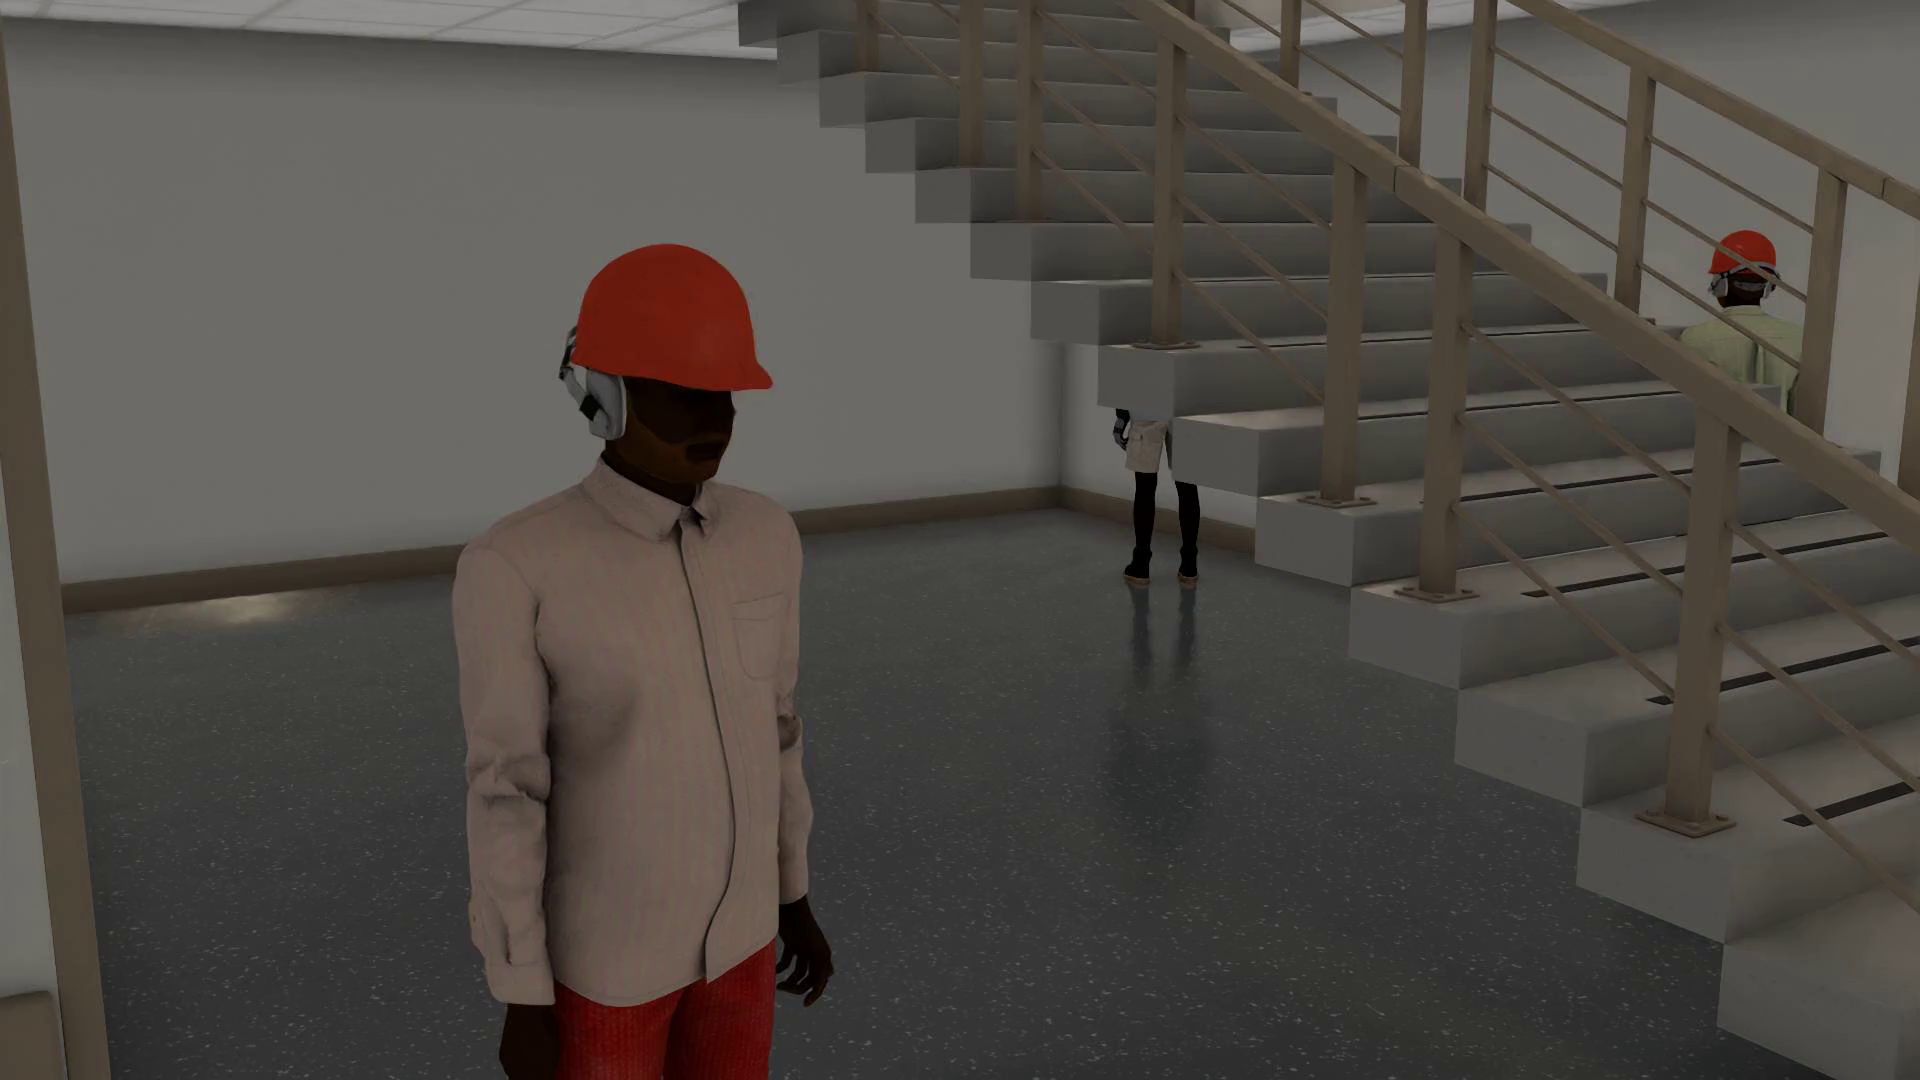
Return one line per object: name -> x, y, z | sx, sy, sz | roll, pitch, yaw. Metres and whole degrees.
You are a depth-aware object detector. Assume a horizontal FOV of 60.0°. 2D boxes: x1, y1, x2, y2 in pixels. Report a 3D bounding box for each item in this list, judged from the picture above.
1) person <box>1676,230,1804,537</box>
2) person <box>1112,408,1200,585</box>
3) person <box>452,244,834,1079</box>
person -> 3.092, -0.236, 6.705 | 0.622, 1.992, 0.394 | -1, 11, -7
person -> 1.151, -0.722, 9.335 | 0.607, 1.966, 0.367 | -1, 11, -5
person -> -0.429, 0.574, 2.452 | 0.384, 1.993, 0.609 | 9, 14, 38
